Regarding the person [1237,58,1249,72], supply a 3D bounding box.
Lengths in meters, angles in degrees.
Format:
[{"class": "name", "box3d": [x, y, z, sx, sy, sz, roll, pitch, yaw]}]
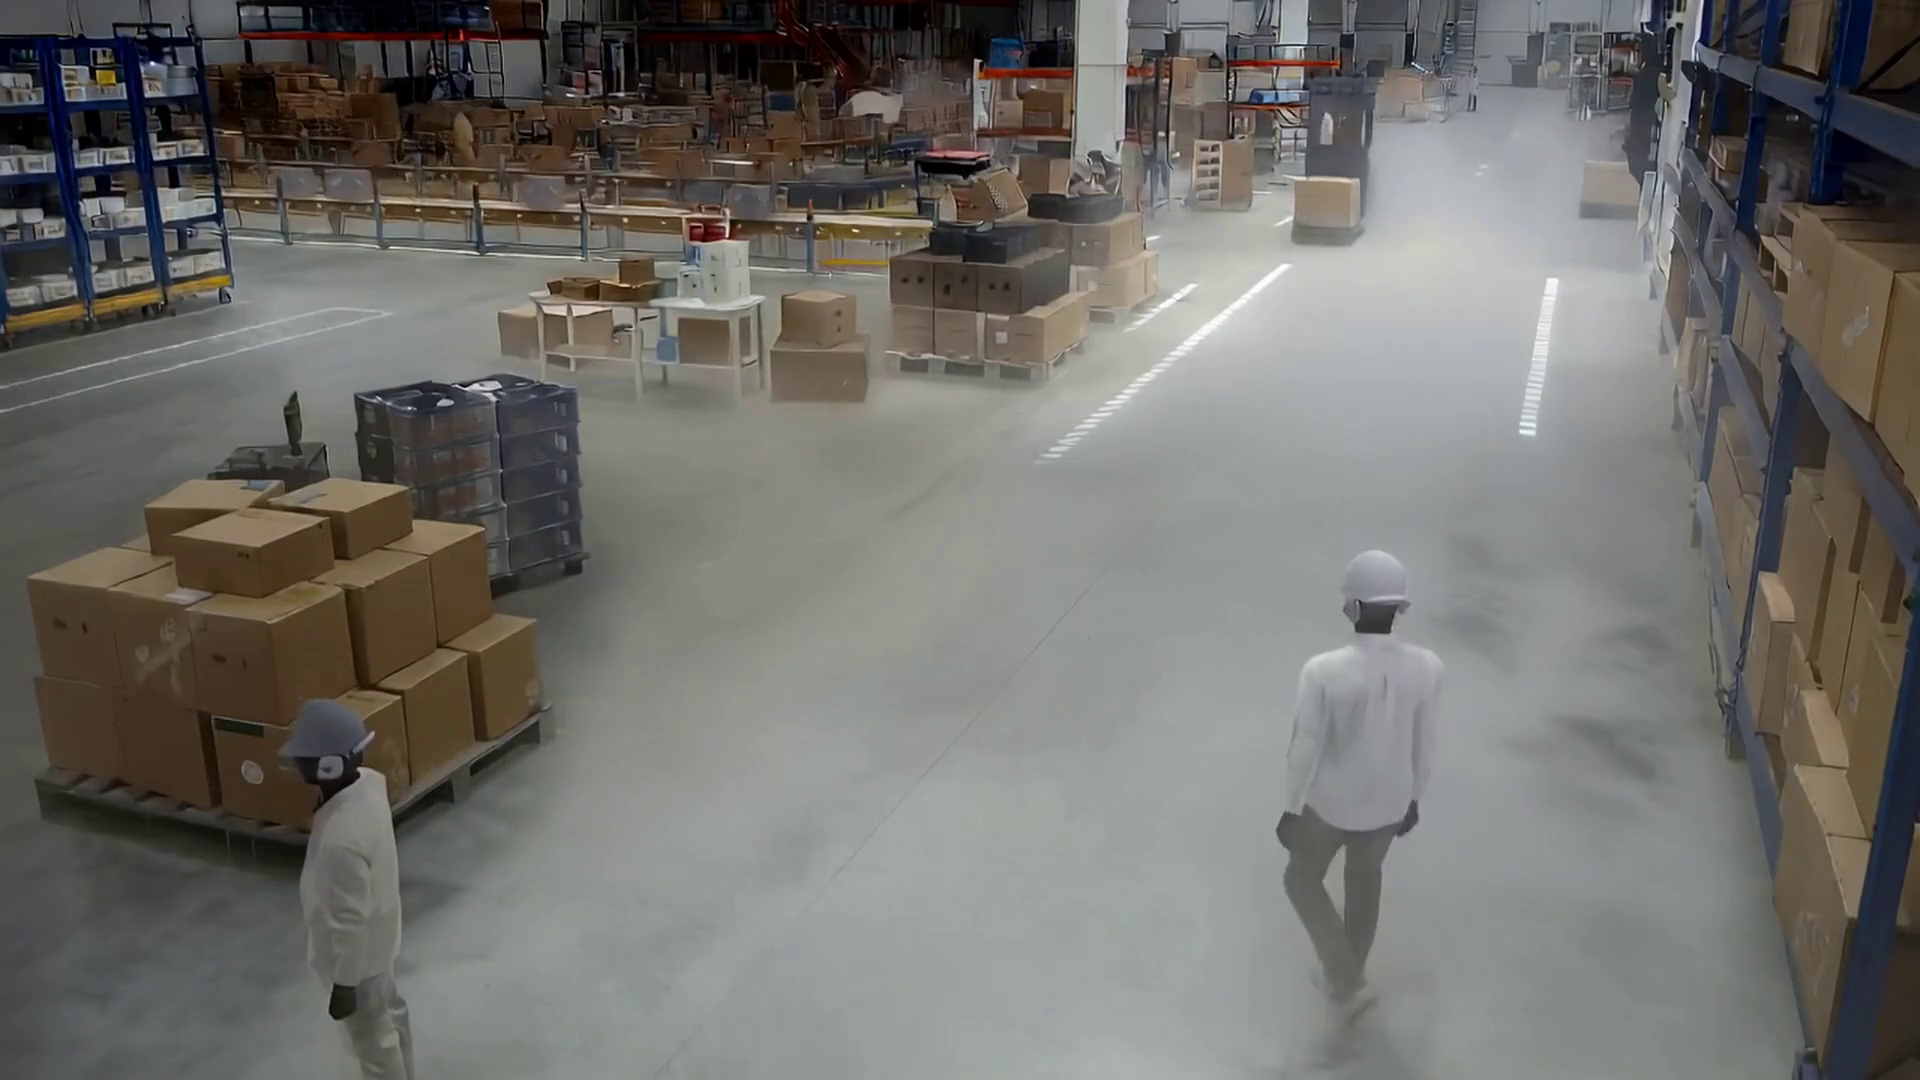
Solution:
[{"class": "person", "box3d": [12.617, -20.798, 74.867, 0.688, 2.000, 0.539, 12, 21, 34]}]

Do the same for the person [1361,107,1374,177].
[{"class": "person", "box3d": [9.876, -9.837, 40.597, 0.373, 1.934, 0.551, 0, 18, -1]}]

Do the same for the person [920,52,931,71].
[{"class": "person", "box3d": [-1.747, -24.040, 85.317, 0.624, 1.877, 0.448, 3, 18, 10]}]

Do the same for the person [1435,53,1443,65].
[{"class": "person", "box3d": [25.036, -24.527, 86.935, 0.631, 1.824, 0.465, -12, 21, -33]}]

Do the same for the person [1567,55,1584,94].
[{"class": "person", "box3d": [29.789, -22.362, 80.048, 0.966, 1.886, 0.603, 3, 18, 10]}]

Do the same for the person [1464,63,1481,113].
[{"class": "person", "box3d": [20.418, -17.988, 66.221, 0.369, 1.929, 0.542, -13, 22, -34]}]

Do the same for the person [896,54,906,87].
[{"class": "person", "box3d": [-2.935, -23.191, 82.702, 0.507, 1.847, 0.343, -4, 18, -11]}]

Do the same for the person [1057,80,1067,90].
[{"class": "person", "box3d": [4.039, -17.716, 65.682, 0.494, 1.728, 0.602, 14, 22, 37]}]

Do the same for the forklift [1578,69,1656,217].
[{"class": "forklift", "box3d": [13.219, -7.740, 32.475, 1.873, 2.768, 1.129, 6, 19, 18]}]

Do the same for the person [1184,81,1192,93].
[{"class": "person", "box3d": [7.850, -14.961, 57.198, 0.506, 1.619, 0.521, 5, 18, 15]}]

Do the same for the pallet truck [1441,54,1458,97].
[{"class": "pallet truck", "box3d": [22.765, -21.886, 78.355, 0.823, 1.965, 1.885, -4, 18, -14]}]

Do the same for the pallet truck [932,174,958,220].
[{"class": "pallet truck", "box3d": [-0.507, -5.292, 27.348, 0.653, 1.274, 1.630, 6, 19, 19]}]

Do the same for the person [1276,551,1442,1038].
[{"class": "person", "box3d": [1.553, 1.010, 6.433, 0.642, 1.981, 0.575, -6, 18, -17]}]

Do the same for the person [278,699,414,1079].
[{"class": "person", "box3d": [-2.079, 1.362, 5.705, 0.324, 1.752, 0.562, -4, 18, -12]}]

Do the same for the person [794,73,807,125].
[{"class": "person", "box3d": [-5.687, -15.612, 58.943, 0.498, 1.813, 0.613, 3, 18, 10]}]

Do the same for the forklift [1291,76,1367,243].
[{"class": "forklift", "box3d": [6.598, -6.755, 29.381, 1.129, 2.768, 1.873, 6, 19, 19]}]

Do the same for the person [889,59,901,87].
[{"class": "person", "box3d": [-2.858, -20.343, 73.731, 0.715, 1.858, 0.595, -10, 20, -29]}]

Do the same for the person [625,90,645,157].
[{"class": "person", "box3d": [-8.690, -11.036, 44.432, 0.561, 1.899, 0.812, 4, 18, 12]}]

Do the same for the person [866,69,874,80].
[{"class": "person", "box3d": [-3.067, -15.754, 59.146, 0.811, 1.968, 0.623, -4, 18, -12]}]

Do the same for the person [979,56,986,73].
[{"class": "person", "box3d": [1.054, -21.811, 78.313, 0.563, 1.873, 1.042, 16, 24, 41]}]

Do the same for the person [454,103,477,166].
[{"class": "person", "box3d": [-11.337, -9.142, 38.510, 0.831, 1.874, 0.667, -2, 18, -5]}]

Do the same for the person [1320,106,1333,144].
[{"class": "person", "box3d": [8.109, -8.947, 37.661, 0.793, 2.016, 0.647, 7, 19, 22]}]

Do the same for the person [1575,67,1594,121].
[{"class": "person", "box3d": [22.946, -16.393, 61.170, 0.598, 1.958, 0.371, 10, 20, 30]}]
